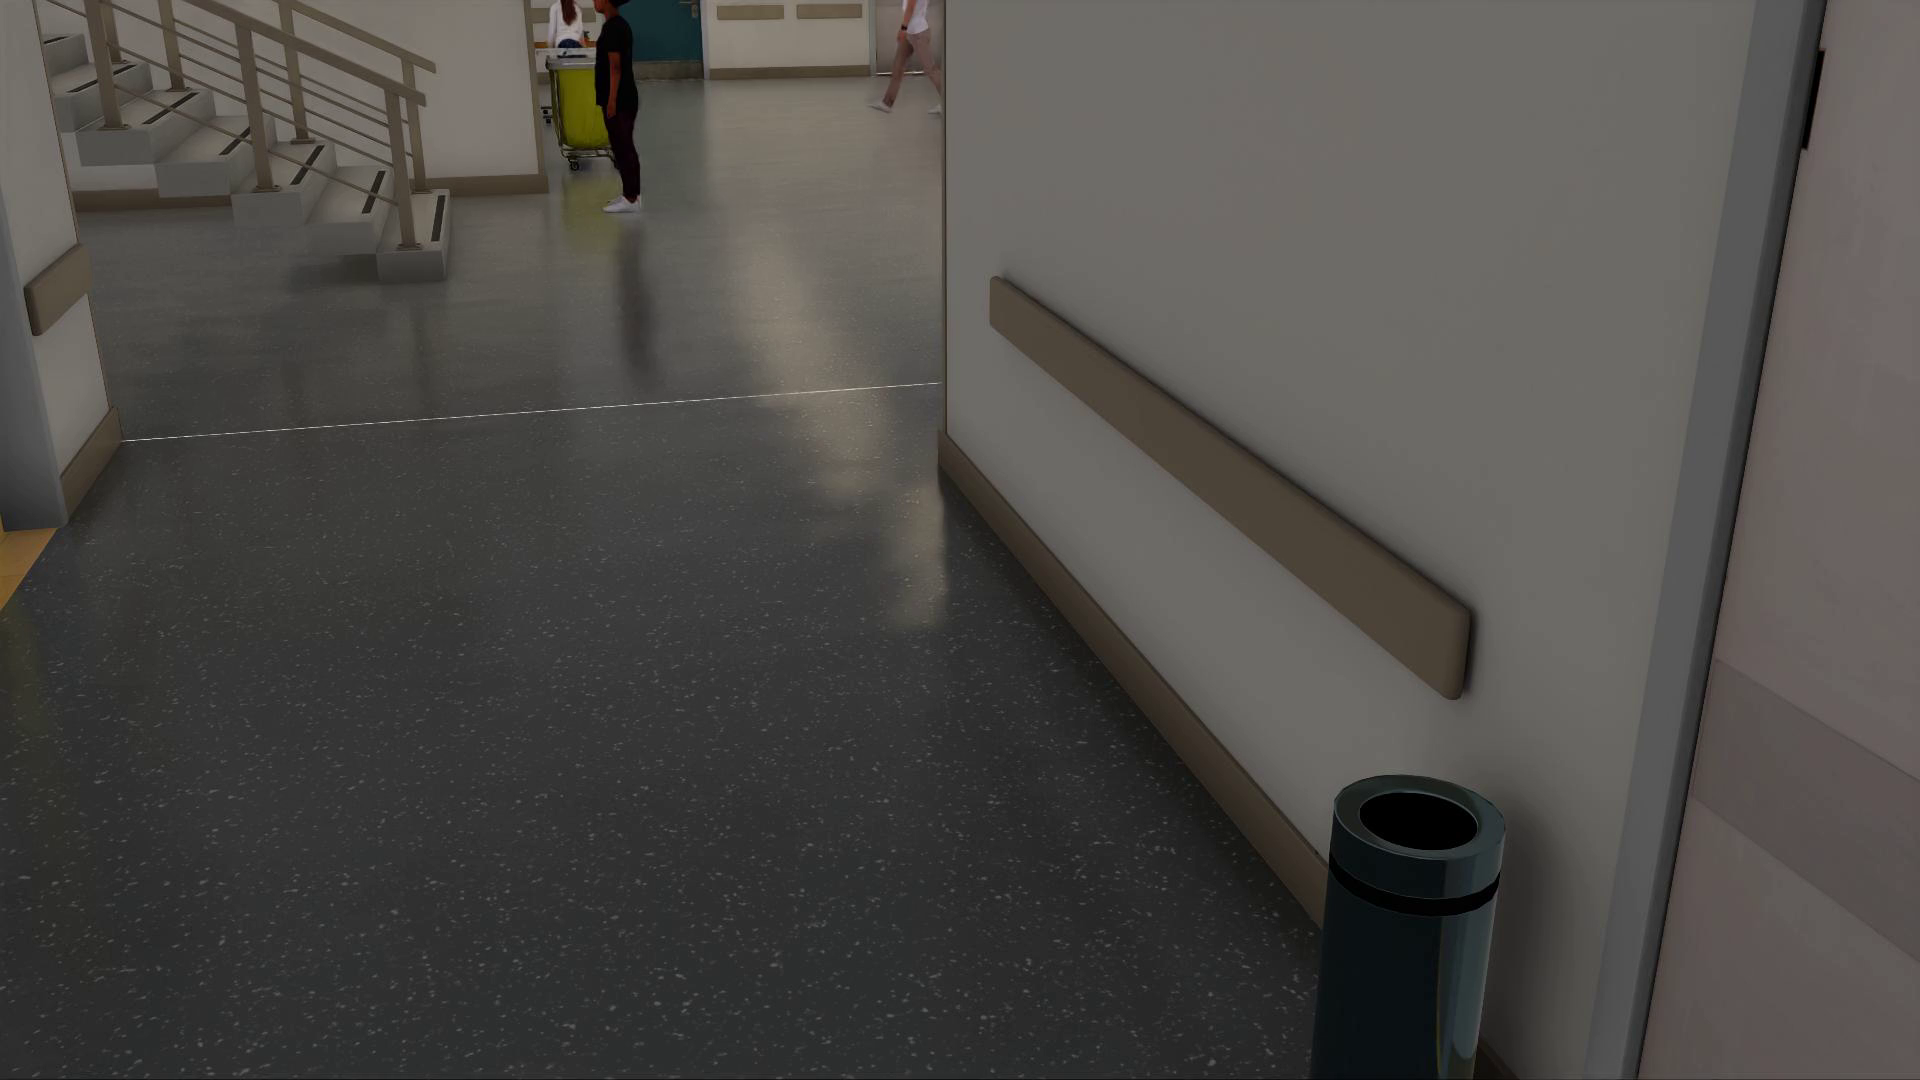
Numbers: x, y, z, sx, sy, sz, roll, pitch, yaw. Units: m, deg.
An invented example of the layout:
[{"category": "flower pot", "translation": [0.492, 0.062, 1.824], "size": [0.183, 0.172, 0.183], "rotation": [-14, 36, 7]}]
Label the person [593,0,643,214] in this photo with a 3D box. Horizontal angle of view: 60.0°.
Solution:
[{"category": "person", "translation": [-2.652, -3.465, 12.922], "size": [0.615, 1.782, 0.670], "rotation": [-1, 21, -3]}]

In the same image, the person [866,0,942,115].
[{"category": "person", "translation": [-0.405, -5.691, 18.724], "size": [1.250, 1.833, 0.780], "rotation": [-3, 21, -7]}]

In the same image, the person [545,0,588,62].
[{"category": "person", "translation": [-4.313, -5.397, 18.407], "size": [1.038, 1.509, 0.969], "rotation": [-16, 26, -36]}]
